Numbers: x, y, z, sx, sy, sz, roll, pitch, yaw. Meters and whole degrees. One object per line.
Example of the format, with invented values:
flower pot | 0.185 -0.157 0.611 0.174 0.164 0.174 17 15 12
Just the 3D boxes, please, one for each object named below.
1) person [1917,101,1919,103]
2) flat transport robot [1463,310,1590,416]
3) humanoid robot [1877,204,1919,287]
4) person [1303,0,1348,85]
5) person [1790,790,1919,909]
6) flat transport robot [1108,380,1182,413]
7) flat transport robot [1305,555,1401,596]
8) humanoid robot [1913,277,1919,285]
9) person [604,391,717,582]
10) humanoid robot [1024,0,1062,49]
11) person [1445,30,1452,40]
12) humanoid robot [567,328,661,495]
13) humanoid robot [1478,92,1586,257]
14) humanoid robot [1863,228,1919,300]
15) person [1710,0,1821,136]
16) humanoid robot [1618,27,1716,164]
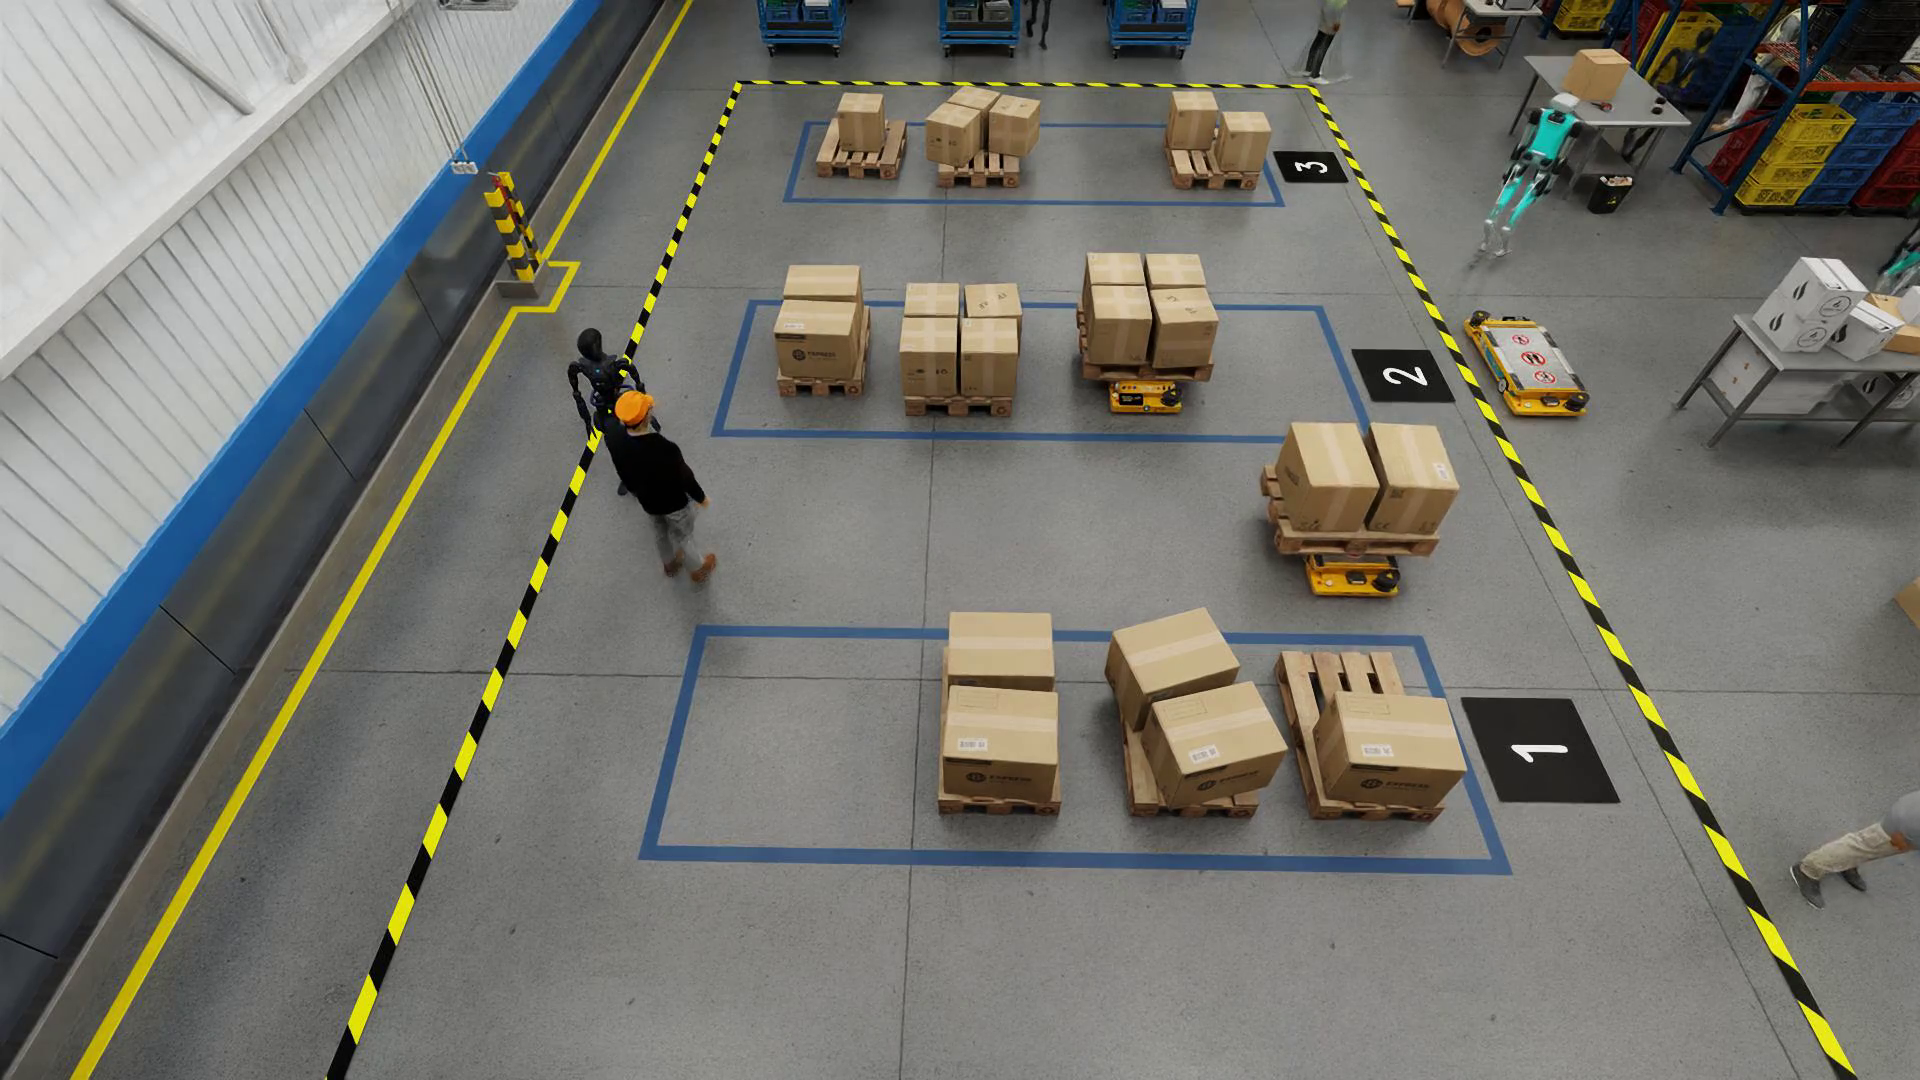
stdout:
person | 13.066 -6.247 11.766 0.367 2.048 0.606 -5 49 -4
flat transport robot | 5.573 -1.757 9.054 0.659 0.231 1.431 1 49 1
humanoid robot | 10.418 -3.481 9.614 0.584 1.646 0.401 24 53 19
person | 5.299 -7.448 12.933 0.396 1.850 0.597 0 49 0
person | 5.502 1.578 5.173 0.572 1.769 0.399 -13 50 -11
flat transport robot | 1.773 -1.807 9.079 0.652 0.197 1.431 1 49 1
flat transport robot | 3.136 -0.153 7.648 0.652 0.197 1.431 1 49 1
humanoid robot | 10.755 -3.295 9.454 0.530 1.843 0.747 -18 51 -15
person | -2.173 -0.352 6.772 0.608 1.880 0.417 15 51 13
humanoid robot | 1.238 -8.389 13.867 0.595 1.644 0.491 -10 50 -9
person | 7.931 -8.717 13.962 0.365 1.958 0.597 14 51 12
humanoid robot | -2.786 -1.029 7.484 0.599 1.655 0.315 -7 50 -6
humanoid robot | 5.983 -3.807 9.769 0.735 1.677 0.533 -35 58 -27
humanoid robot | 9.715 -2.926 9.119 0.533 1.804 0.812 29 55 23
person | 10.525 -6.226 11.882 0.632 1.841 0.429 -28 55 -22
humanoid robot | 8.673 -5.424 11.302 0.614 1.633 0.446 28 55 22
